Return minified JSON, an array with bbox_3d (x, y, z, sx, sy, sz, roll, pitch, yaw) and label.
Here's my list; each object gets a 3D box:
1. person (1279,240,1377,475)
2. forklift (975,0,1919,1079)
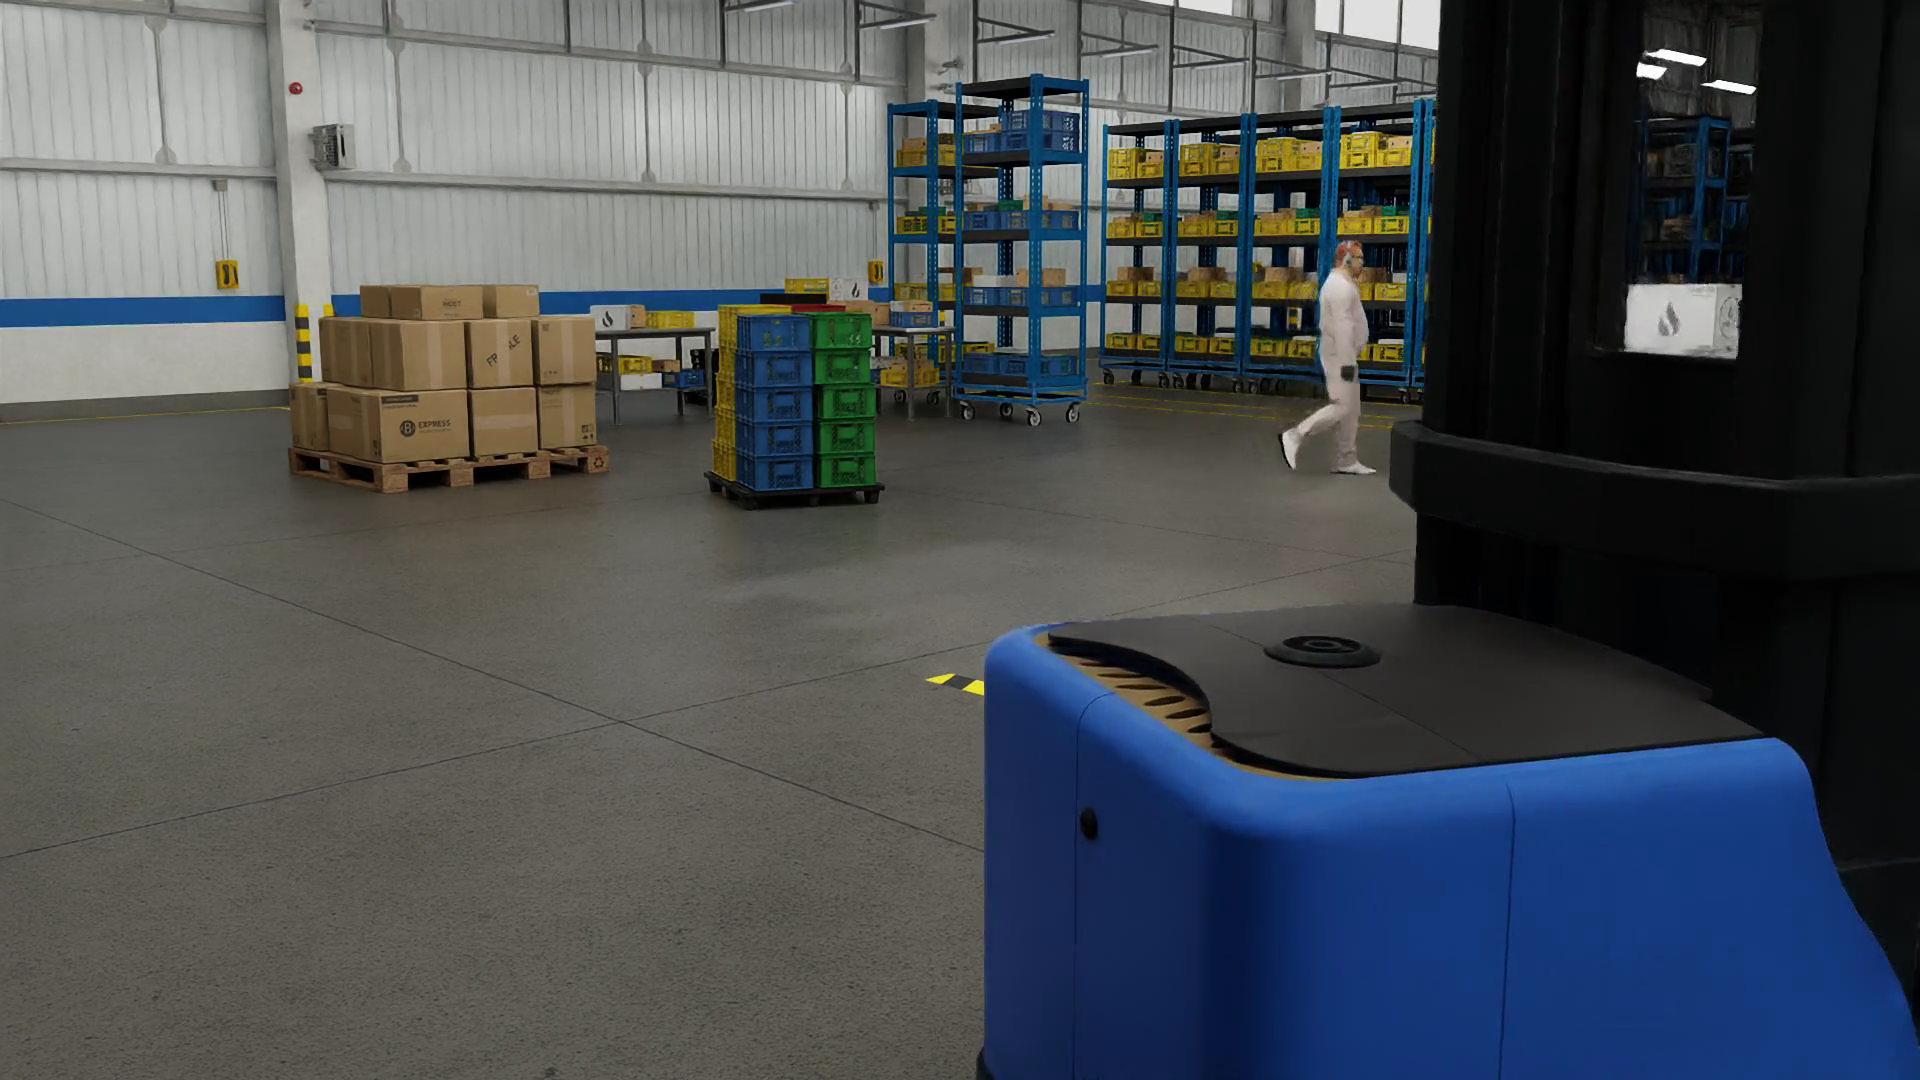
[{"bbox_3d":[2.976,-1.448,13.310,0.702,1.884,0.642,2,10,14],"label":"person"},{"bbox_3d":[1.049,-0.159,2.566,1.873,2.768,1.129,-3,10,-17],"label":"forklift"}]
